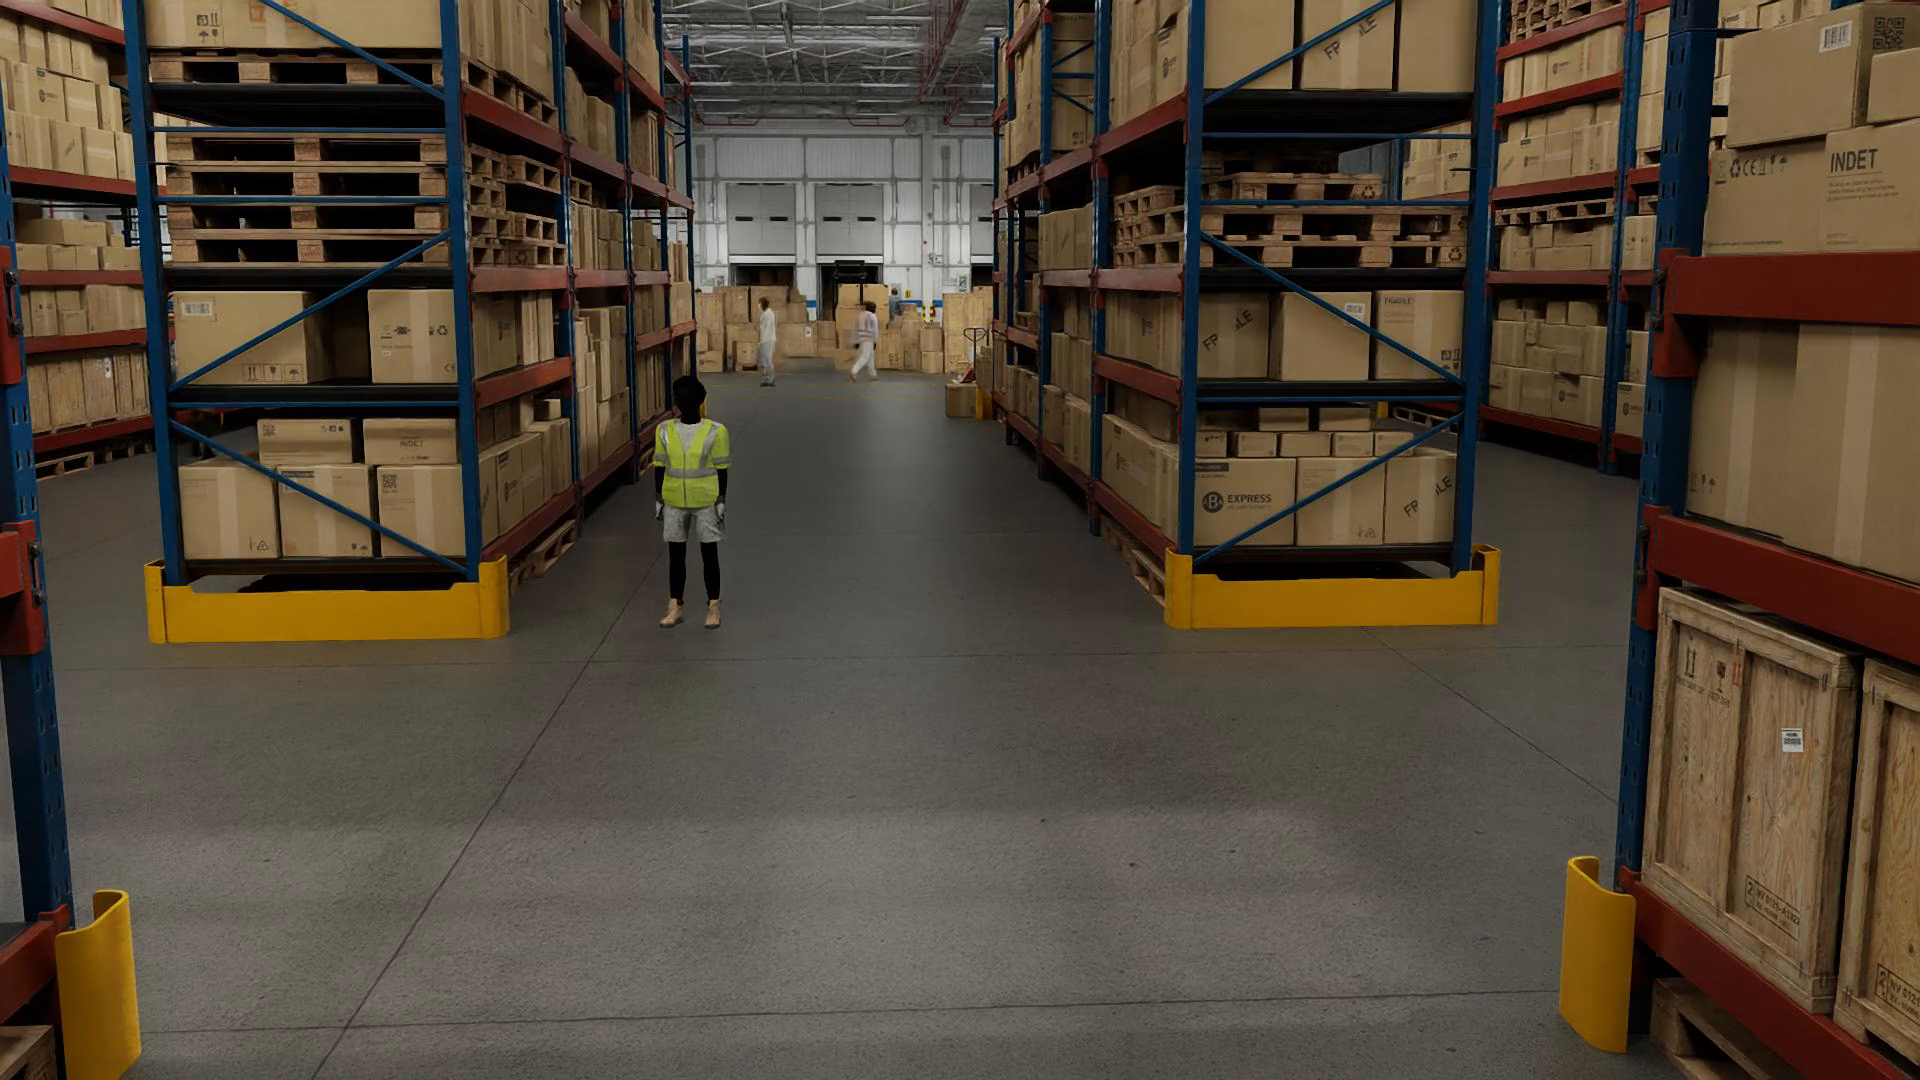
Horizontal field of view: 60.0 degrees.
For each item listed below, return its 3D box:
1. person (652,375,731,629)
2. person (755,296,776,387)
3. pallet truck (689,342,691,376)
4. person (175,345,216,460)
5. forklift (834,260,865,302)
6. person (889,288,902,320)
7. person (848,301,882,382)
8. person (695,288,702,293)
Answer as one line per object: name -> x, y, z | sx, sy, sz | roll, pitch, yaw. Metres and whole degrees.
person -> -1.792, -0.249, 11.098 | 0.535, 1.697, 0.318 | 1, 9, 7
person -> -4.096, -4.161, 34.956 | 0.448, 1.918, 0.632 | -2, 9, -13
pallet truck -> -5.225, -3.008, 27.480 | 1.885, 1.965, 0.823 | 2, 9, 14
person -> -9.637, -1.964, 21.146 | 0.577, 1.921, 0.417 | -1, 9, -5
forklift -> -3.397, -7.252, 51.369 | 1.129, 2.768, 1.873 | -1, 9, -4
person -> -2.300, -7.827, 57.974 | 0.634, 1.929, 0.380 | 3, 10, 21
person -> -2.118, -4.383, 36.766 | 0.841, 1.804, 0.641 | -6, 11, -35
person -> -8.479, -7.171, 53.827 | 0.370, 1.934, 0.627 | -8, 12, -42
